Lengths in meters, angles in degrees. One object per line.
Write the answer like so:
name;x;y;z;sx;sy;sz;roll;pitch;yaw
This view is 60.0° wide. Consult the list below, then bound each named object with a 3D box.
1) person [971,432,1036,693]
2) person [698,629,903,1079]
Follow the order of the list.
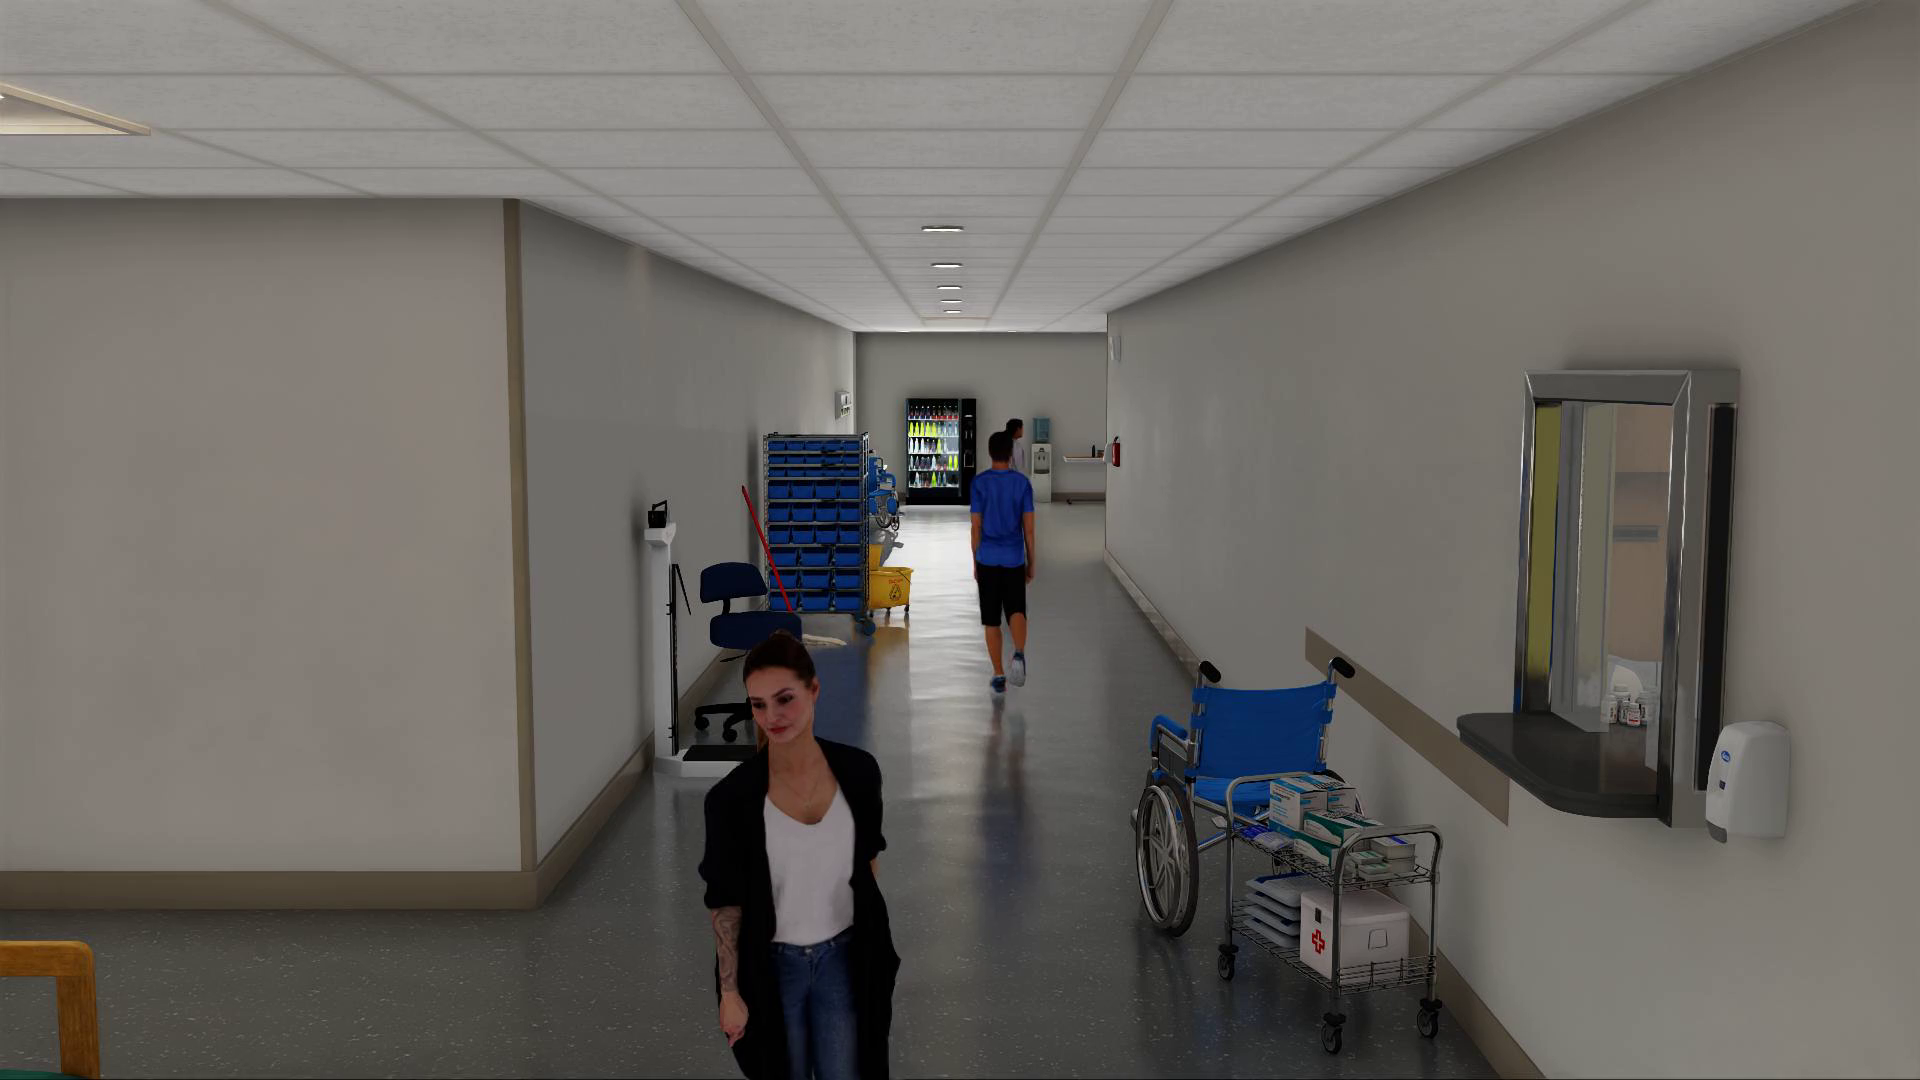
person;0.291;0.180;11.703;0.849;1.848;0.697;0;6;-2
person;-0.392;1.045;4.092;0.702;1.652;0.794;-3;7;-29
